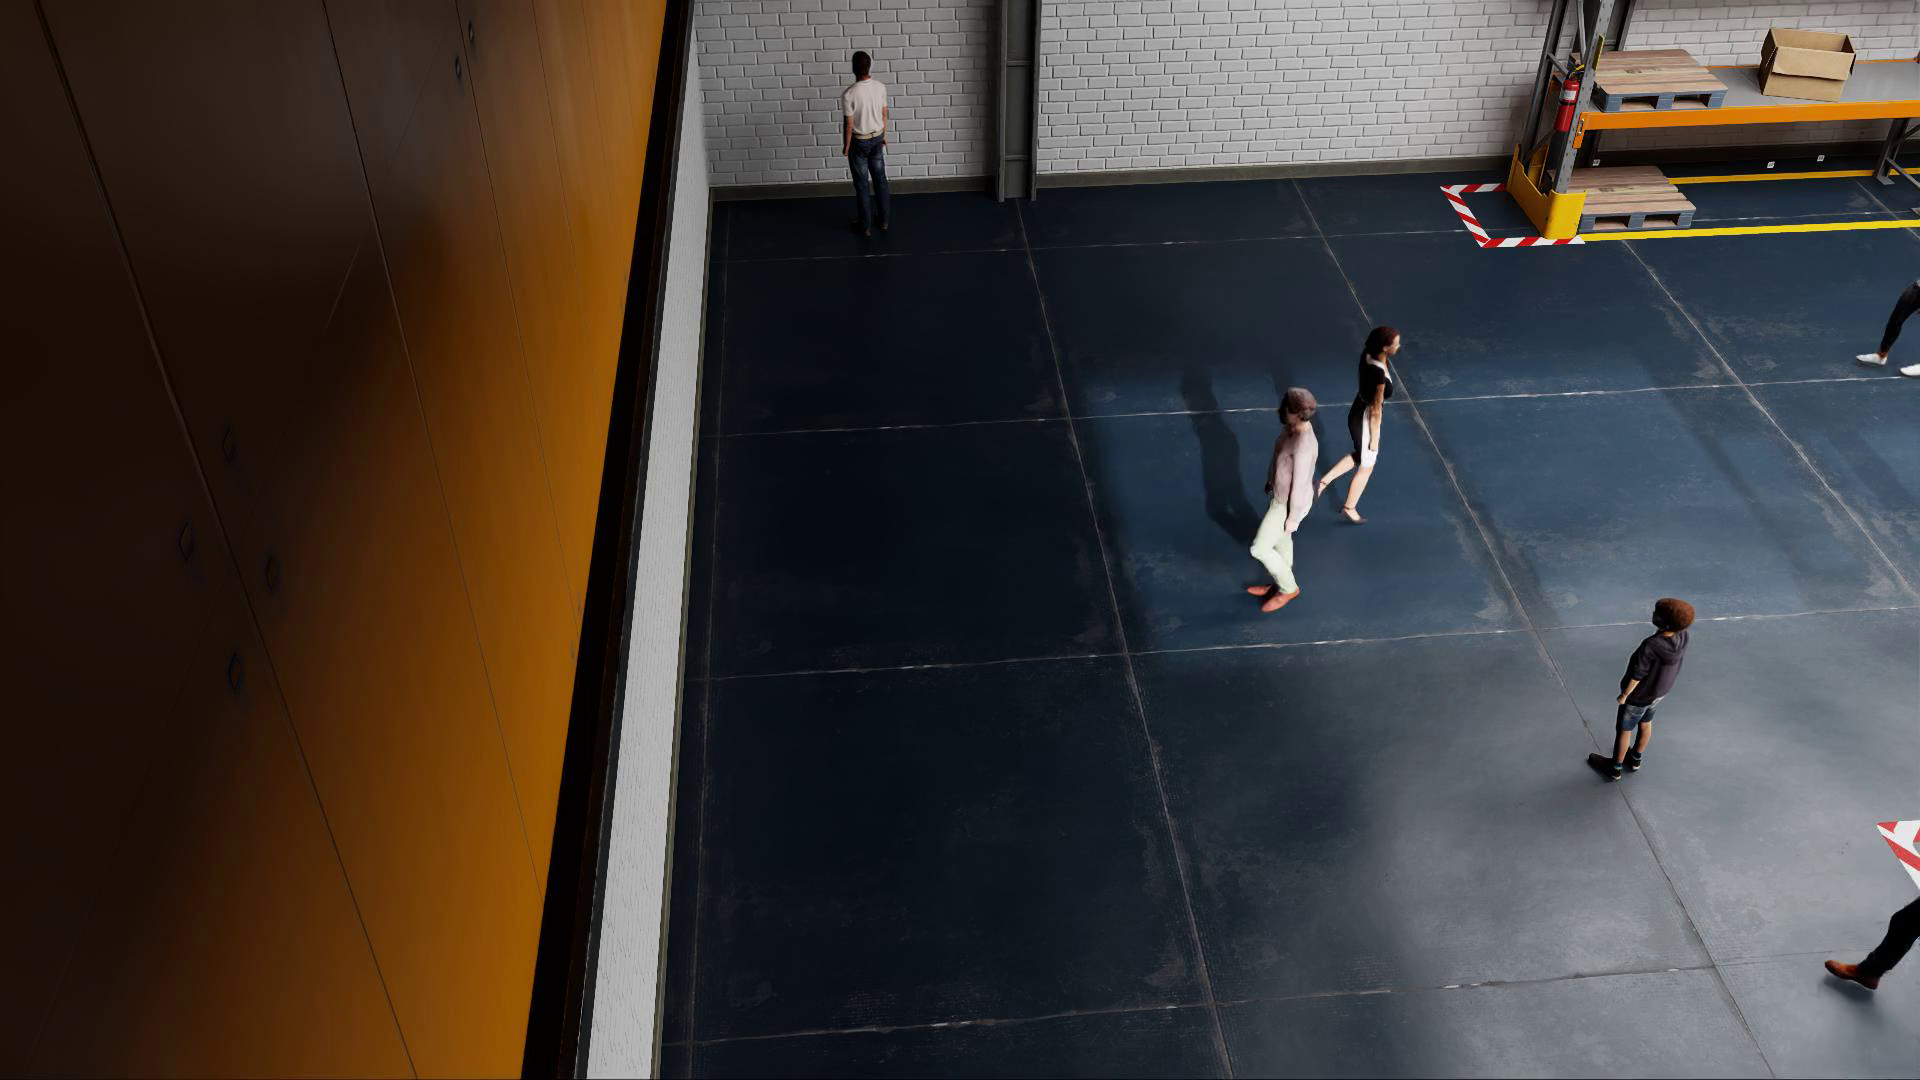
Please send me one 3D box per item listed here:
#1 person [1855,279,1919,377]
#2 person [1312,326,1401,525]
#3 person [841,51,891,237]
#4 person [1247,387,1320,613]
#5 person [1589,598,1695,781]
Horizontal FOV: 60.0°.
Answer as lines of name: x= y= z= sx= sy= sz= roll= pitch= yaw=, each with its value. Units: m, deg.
person: x=8.466 y=-2.102 z=14.307 sx=0.846 sy=1.621 sz=0.630 roll=1 pitch=39 yaw=2
person: x=2.987 y=-0.849 z=12.606 sx=0.751 sy=1.785 sz=0.611 roll=-2 pitch=39 yaw=-2
person: x=-0.923 y=-3.905 z=16.379 sx=0.680 sy=1.854 sz=0.809 roll=-23 pitch=44 yaw=-26
person: x=2.421 y=-0.267 z=11.819 sx=0.698 sy=1.859 sz=0.728 roll=2 pitch=39 yaw=3
person: x=4.384 y=0.939 z=10.641 sx=0.560 sy=1.445 sz=0.662 roll=-18 pitch=42 yaw=-21
